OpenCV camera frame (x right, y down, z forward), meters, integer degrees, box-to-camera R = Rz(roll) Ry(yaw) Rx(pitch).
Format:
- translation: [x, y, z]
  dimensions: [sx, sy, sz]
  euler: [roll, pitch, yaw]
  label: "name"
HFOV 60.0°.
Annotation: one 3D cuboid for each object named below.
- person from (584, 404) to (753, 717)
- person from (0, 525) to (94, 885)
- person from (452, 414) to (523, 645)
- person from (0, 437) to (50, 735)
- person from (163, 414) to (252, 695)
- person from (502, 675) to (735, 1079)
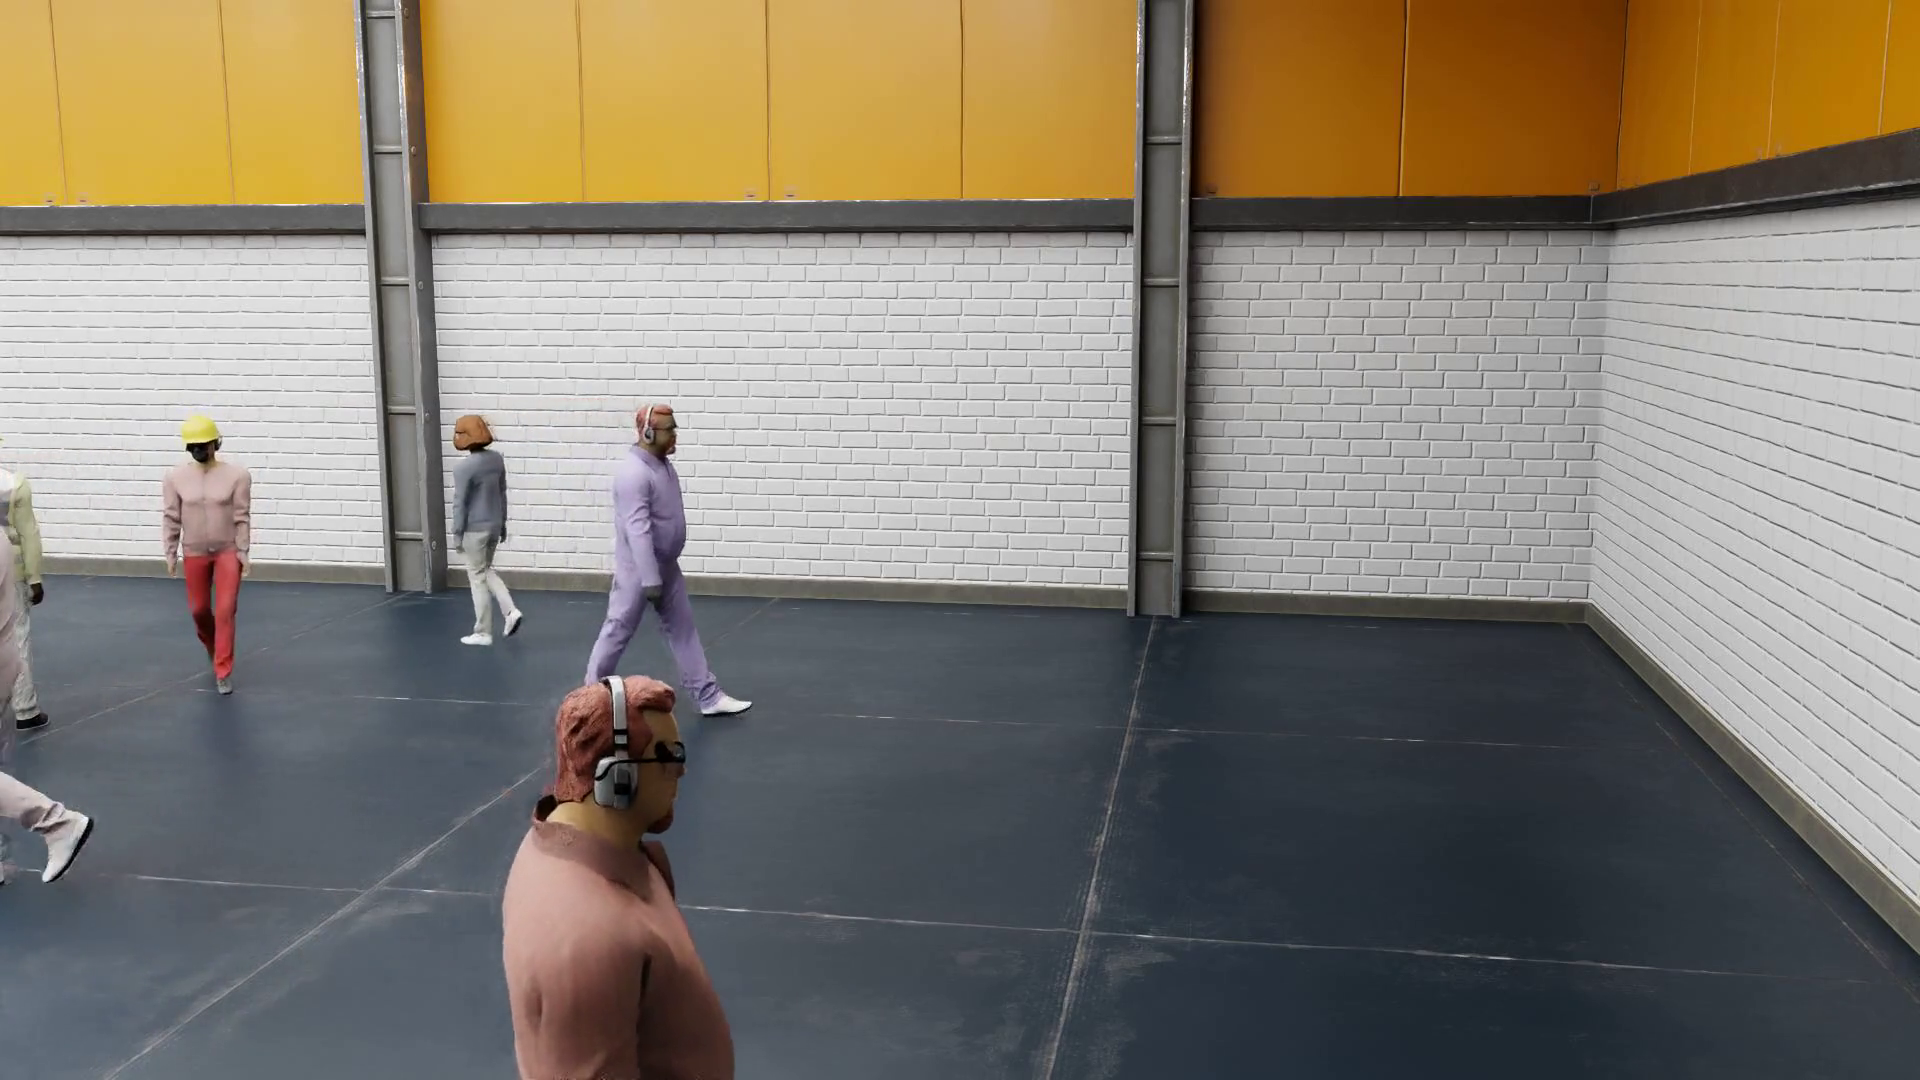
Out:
- translation: [-1.765, 0.146, 9.546]
  dimensions: [1.013, 1.849, 0.665]
  euler: [2, 9, 10]
  label: "person"
- translation: [-4.031, 0.560, 6.887]
  dimensions: [0.574, 1.889, 0.644]
  euler: [-4, 10, -22]
  label: "person"
- translation: [-3.310, -0.065, 11.514]
  dimensions: [0.383, 1.619, 0.525]
  euler: [4, 10, 21]
  label: "person"
- translation: [-5.440, 0.196, 9.289]
  dimensions: [0.597, 1.828, 0.403]
  euler: [-2, 9, -13]
  label: "person"
- translation: [-4.689, 0.059, 10.438]
  dimensions: [0.526, 1.735, 0.726]
  euler: [-3, 10, -17]
  label: "person"
- translation: [-0.637, 1.177, 3.114]
  dimensions: [0.654, 1.910, 0.676]
  euler: [-3, 10, -16]
  label: "person"
